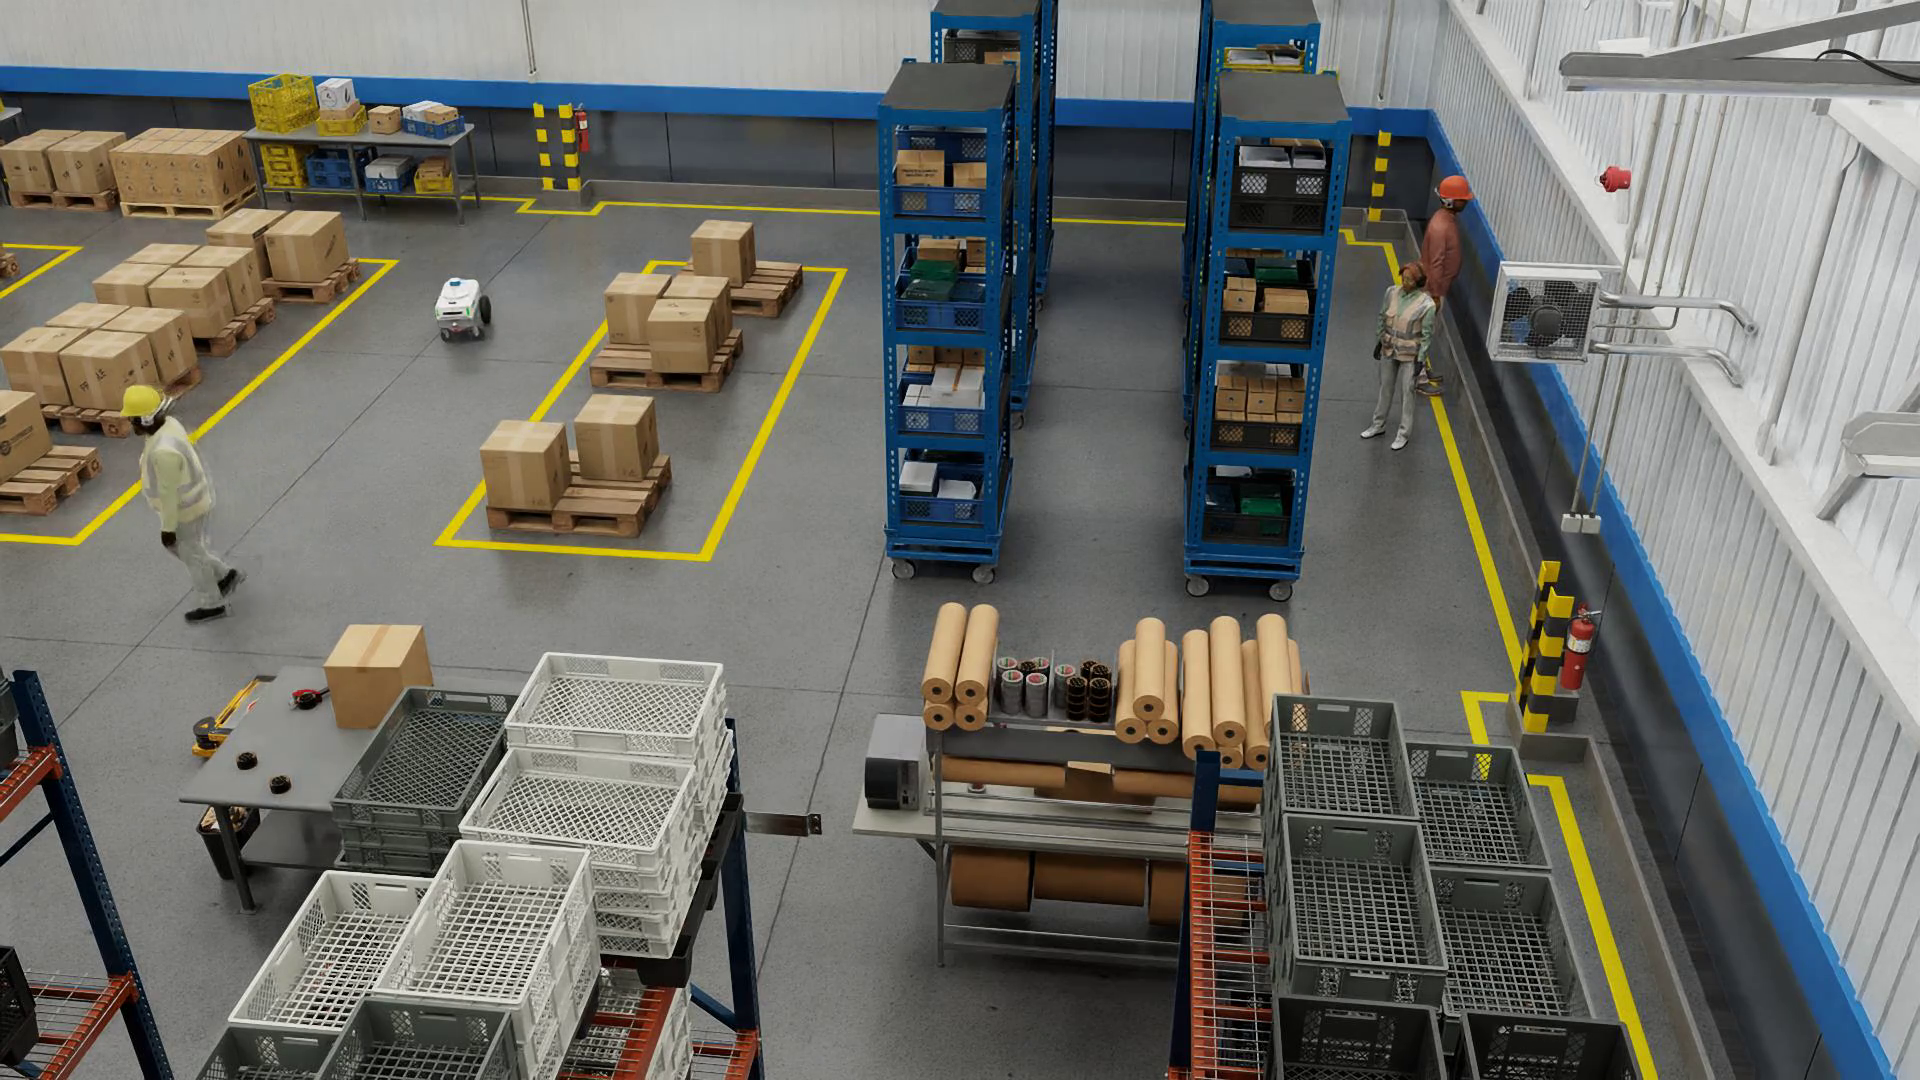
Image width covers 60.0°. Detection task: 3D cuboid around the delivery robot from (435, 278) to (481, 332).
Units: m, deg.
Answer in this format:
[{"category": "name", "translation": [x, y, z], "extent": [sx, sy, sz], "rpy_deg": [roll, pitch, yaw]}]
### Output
[{"category": "delivery robot", "translation": [-4.906, -2.321, 16.262], "extent": [0.477, 0.478, 0.707], "rpy_deg": [-3, 30, -6]}]

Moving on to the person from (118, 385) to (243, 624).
[{"category": "person", "translation": [-5.431, -0.247, 11.547], "extent": [0.427, 1.812, 0.615], "rpy_deg": [-14, 33, -23]}]

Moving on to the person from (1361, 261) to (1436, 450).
[{"category": "person", "translation": [3.709, -1.565, 13.984], "extent": [0.307, 1.639, 0.514], "rpy_deg": [-24, 38, -35]}]

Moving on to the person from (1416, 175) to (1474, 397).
[{"category": "person", "translation": [4.275, -2.287, 14.873], "extent": [0.375, 1.995, 0.609], "rpy_deg": [9, 32, 16]}]
